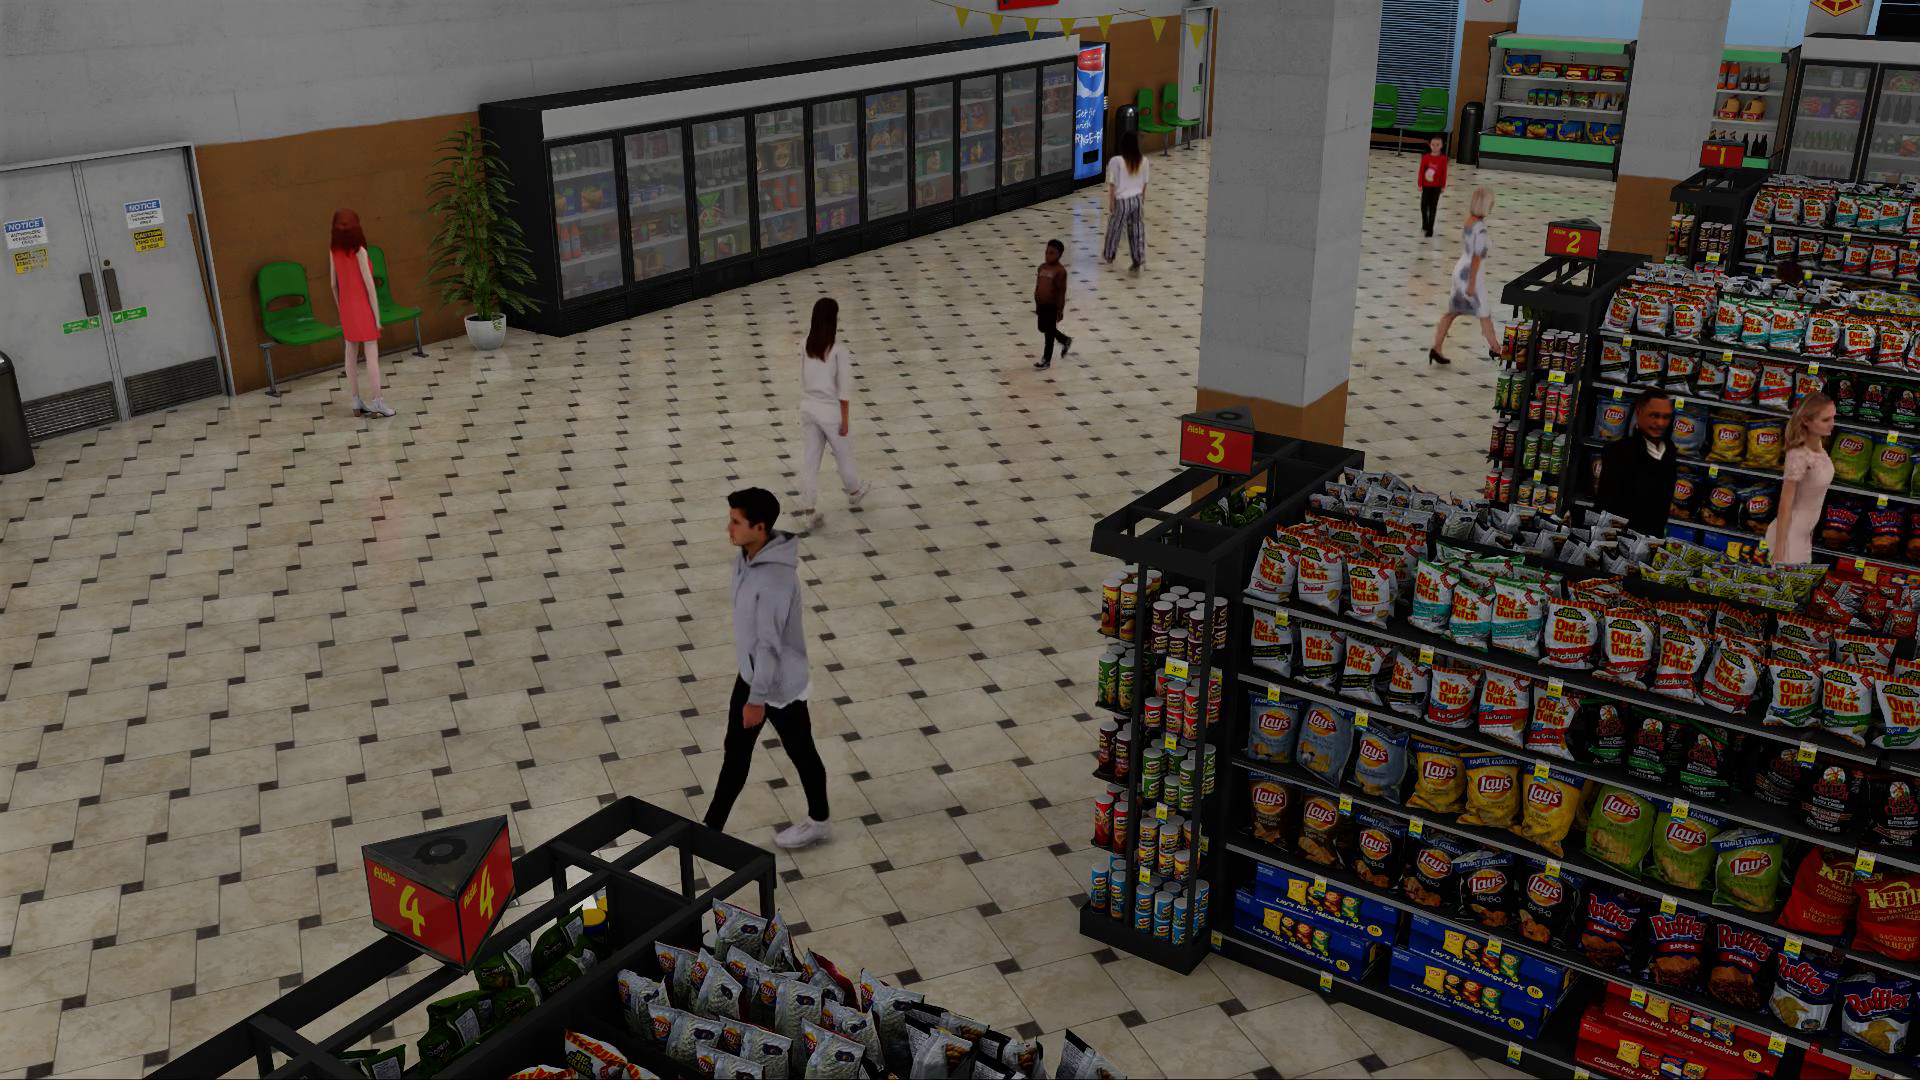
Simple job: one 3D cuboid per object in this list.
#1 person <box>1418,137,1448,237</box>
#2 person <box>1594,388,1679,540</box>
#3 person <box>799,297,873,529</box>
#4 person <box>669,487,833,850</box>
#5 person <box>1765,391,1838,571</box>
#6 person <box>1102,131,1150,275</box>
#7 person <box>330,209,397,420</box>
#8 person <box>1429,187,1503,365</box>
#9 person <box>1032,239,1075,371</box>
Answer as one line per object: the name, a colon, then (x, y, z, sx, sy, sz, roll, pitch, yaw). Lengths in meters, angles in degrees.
person: (6.228, -4.672, 21.953, 0.876, 1.261, 0.697, 8, 23, 20)
person: (3.733, 0.062, 9.309, 0.800, 1.904, 0.780, -11, 24, -26)
person: (-1.015, -0.884, 12.007, 1.021, 1.648, 0.784, 10, 24, 24)
person: (-0.799, 0.638, 7.887, 1.076, 1.895, 1.149, -11, 25, -26)
person: (4.709, -0.008, 9.614, 0.886, 1.806, 0.635, 17, 27, 35)
person: (2.016, -3.952, 19.675, 1.139, 1.623, 1.242, -5, 23, -13)
person: (-5.234, -1.961, 14.448, 0.496, 1.827, 0.676, 11, 24, 25)
person: (4.780, -2.472, 15.881, 1.097, 1.707, 1.029, -3, 22, -8)
person: (0.909, -2.278, 16.017, 0.703, 1.244, 0.777, -18, 28, -38)
